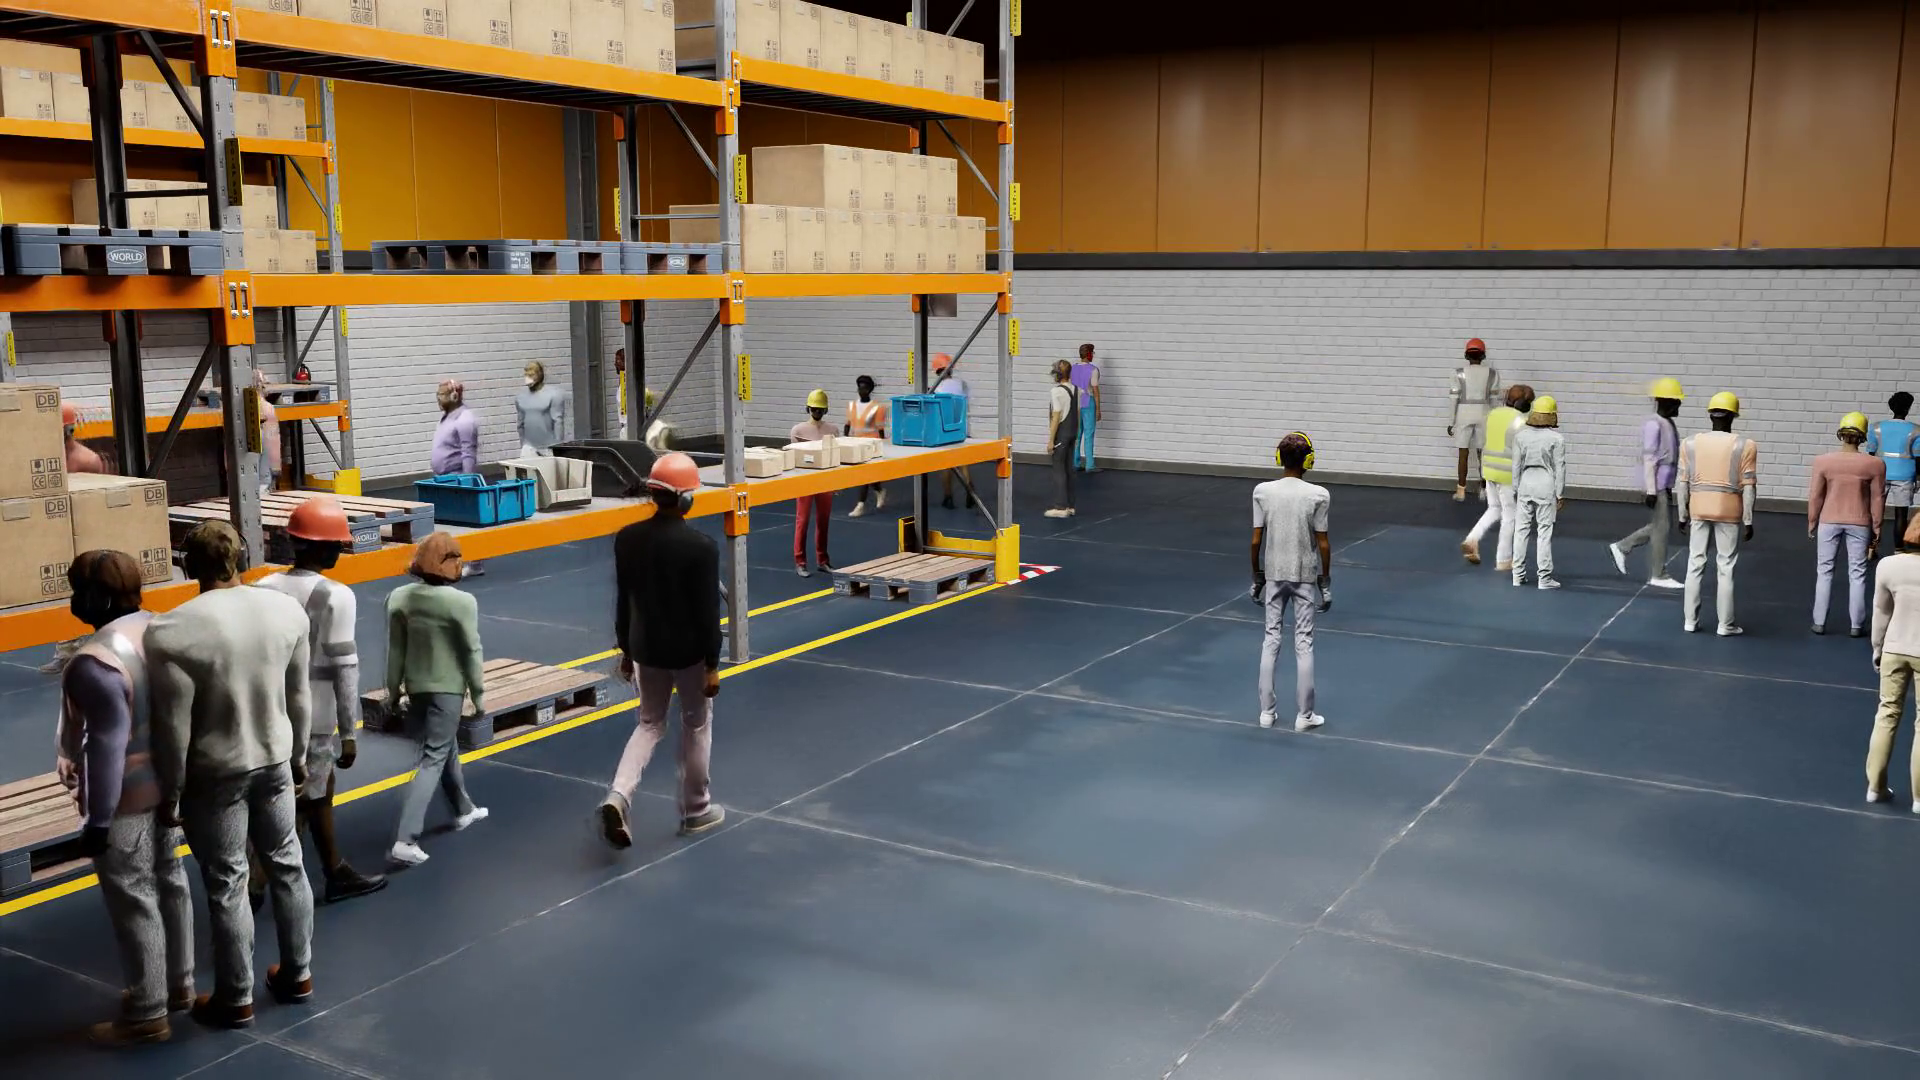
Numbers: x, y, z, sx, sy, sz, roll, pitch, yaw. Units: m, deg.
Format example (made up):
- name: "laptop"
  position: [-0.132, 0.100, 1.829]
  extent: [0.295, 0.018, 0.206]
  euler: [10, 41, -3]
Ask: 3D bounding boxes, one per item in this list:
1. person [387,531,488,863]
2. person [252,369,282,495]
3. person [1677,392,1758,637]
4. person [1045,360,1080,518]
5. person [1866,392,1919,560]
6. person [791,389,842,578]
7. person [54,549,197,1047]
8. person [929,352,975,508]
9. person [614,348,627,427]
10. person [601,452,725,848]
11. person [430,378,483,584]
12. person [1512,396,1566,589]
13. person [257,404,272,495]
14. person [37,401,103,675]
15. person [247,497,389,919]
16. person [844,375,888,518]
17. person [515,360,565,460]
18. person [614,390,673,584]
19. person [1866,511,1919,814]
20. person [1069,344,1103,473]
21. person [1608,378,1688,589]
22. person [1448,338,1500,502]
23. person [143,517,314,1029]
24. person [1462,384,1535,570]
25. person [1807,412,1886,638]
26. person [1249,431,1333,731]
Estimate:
- name: "person"
  position: [-2.586, 0.749, 8.172]
  extent: [0.500, 1.586, 0.874]
  euler: [3, 10, 20]
- name: "person"
  position: [-7.122, -0.772, 16.752]
  extent: [0.658, 1.886, 0.828]
  euler: [7, 11, 37]
- name: "person"
  position: [5.934, -0.200, 13.054]
  extent: [0.585, 1.918, 0.382]
  euler: [8, 12, 40]
- name: "person"
  position: [1.211, -1.179, 19.423]
  extent: [0.371, 1.836, 0.555]
  euler: [7, 11, 37]
- name: "person"
  position: [9.186, -0.616, 16.363]
  extent: [0.530, 1.689, 0.321]
  euler: [7, 12, 38]
- name: "person"
  position: [-1.344, -0.535, 15.631]
  extent: [0.523, 1.763, 0.329]
  euler: [-7, 11, -35]
- name: "person"
  position: [-3.094, 0.941, 6.171]
  extent: [0.429, 1.840, 0.633]
  euler: [0, 9, -3]
- name: "person"
  position: [-0.086, -1.285, 19.872]
  extent: [0.580, 1.905, 0.746]
  euler: [-3, 10, -21]
- name: "person"
  position: [-4.085, -1.421, 20.669]
  extent: [0.379, 1.917, 0.591]
  euler: [-3, 10, -17]
- name: "person"
  position: [-1.460, 0.552, 8.202]
  extent: [0.624, 1.970, 0.771]
  euler: [4, 10, 23]
- name: "person"
  position: [-4.677, -0.546, 15.323]
  extent: [0.486, 1.907, 0.657]
  euler: [-5, 11, -30]
- name: "person"
  position: [5.242, -0.434, 15.056]
  extent: [0.492, 1.742, 0.317]
  euler: [9, 13, 44]
- name: "person"
  position: [-6.771, -0.518, 15.966]
  extent: [0.359, 1.630, 0.509]
  euler: [-2, 9, -13]
- name: "person"
  position: [-6.274, -0.042, 11.938]
  extent: [0.619, 1.967, 0.739]
  euler: [5, 10, 29]
- name: "person"
  position: [-2.893, 0.768, 7.148]
  extent: [0.597, 1.888, 0.939]
  euler: [4, 10, 26]
- name: "person"
  position: [-1.070, -1.123, 19.571]
  extent: [0.533, 1.669, 0.757]
  euler: [6, 11, 35]
- name: "person"
  position: [-4.562, -1.027, 18.264]
  extent: [0.631, 1.911, 0.940]
  euler: [3, 9, 16]
- name: "person"
  position: [-2.884, -0.521, 15.425]
  extent: [0.587, 1.805, 0.853]
  euler: [4, 10, 24]
- name: "person"
  position: [5.067, 0.628, 8.801]
  extent: [0.281, 1.625, 0.494]
  euler: [-6, 11, -32]
- name: "person"
  position: [1.770, -1.873, 23.712]
  extent: [0.389, 1.847, 0.563]
  euler: [-8, 12, -42]
- name: "person"
  position: [6.288, -0.525, 15.115]
  extent: [0.658, 1.909, 0.592]
  euler: [7, 12, 38]
- name: "person"
  position: [6.393, -1.495, 20.754]
  extent: [0.611, 2.040, 0.393]
  euler: [1, 9, 6]
- name: "person"
  position: [-2.741, 0.876, 6.288]
  extent: [0.376, 1.934, 0.629]
  euler: [7, 11, 37]
- name: "person"
  position: [5.145, -0.580, 15.817]
  extent: [0.584, 1.808, 0.645]
  euler: [-4, 10, -24]
- name: "person"
  position: [6.928, -0.119, 13.021]
  extent: [0.532, 1.767, 0.328]
  euler: [5, 10, 30]
- name: "person"
  position: [2.064, 0.256, 10.355]
  extent: [0.531, 1.871, 0.322]
  euler: [4, 10, 26]
